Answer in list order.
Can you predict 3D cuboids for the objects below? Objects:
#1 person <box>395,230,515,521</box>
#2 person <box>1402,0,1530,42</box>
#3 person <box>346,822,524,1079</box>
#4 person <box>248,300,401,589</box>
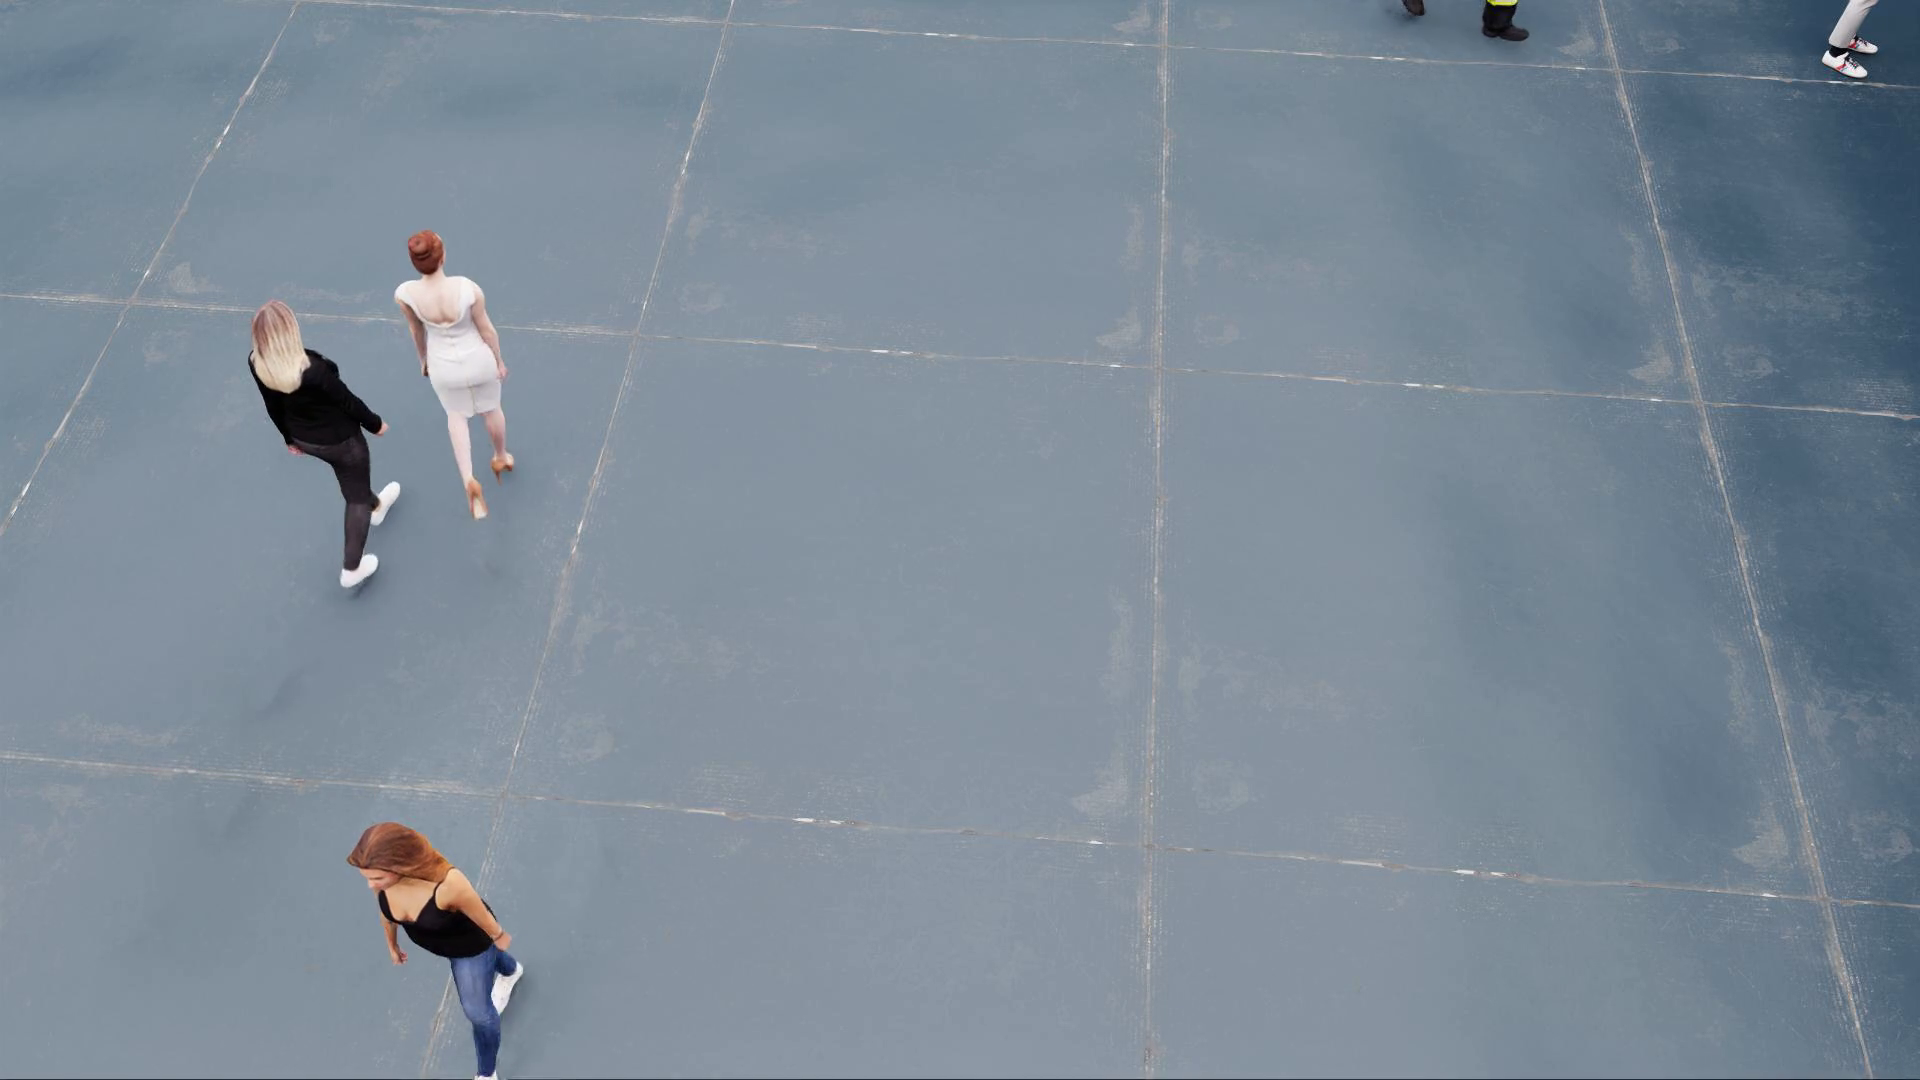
[{"bbox_3d":[-2.434,-0.766,8.101,0.831,1.780,0.721,-3,52,-2],"label":"person"},{"bbox_3d":[3.342,-4.065,10.585,1.326,1.893,1.172,32,59,22],"label":"person"},{"bbox_3d":[-1.925,1.447,6.441,0.922,1.696,0.797,16,54,12],"label":"person"},{"bbox_3d":[-3.022,-0.421,7.908,0.944,1.663,0.830,15,54,11],"label":"person"}]
